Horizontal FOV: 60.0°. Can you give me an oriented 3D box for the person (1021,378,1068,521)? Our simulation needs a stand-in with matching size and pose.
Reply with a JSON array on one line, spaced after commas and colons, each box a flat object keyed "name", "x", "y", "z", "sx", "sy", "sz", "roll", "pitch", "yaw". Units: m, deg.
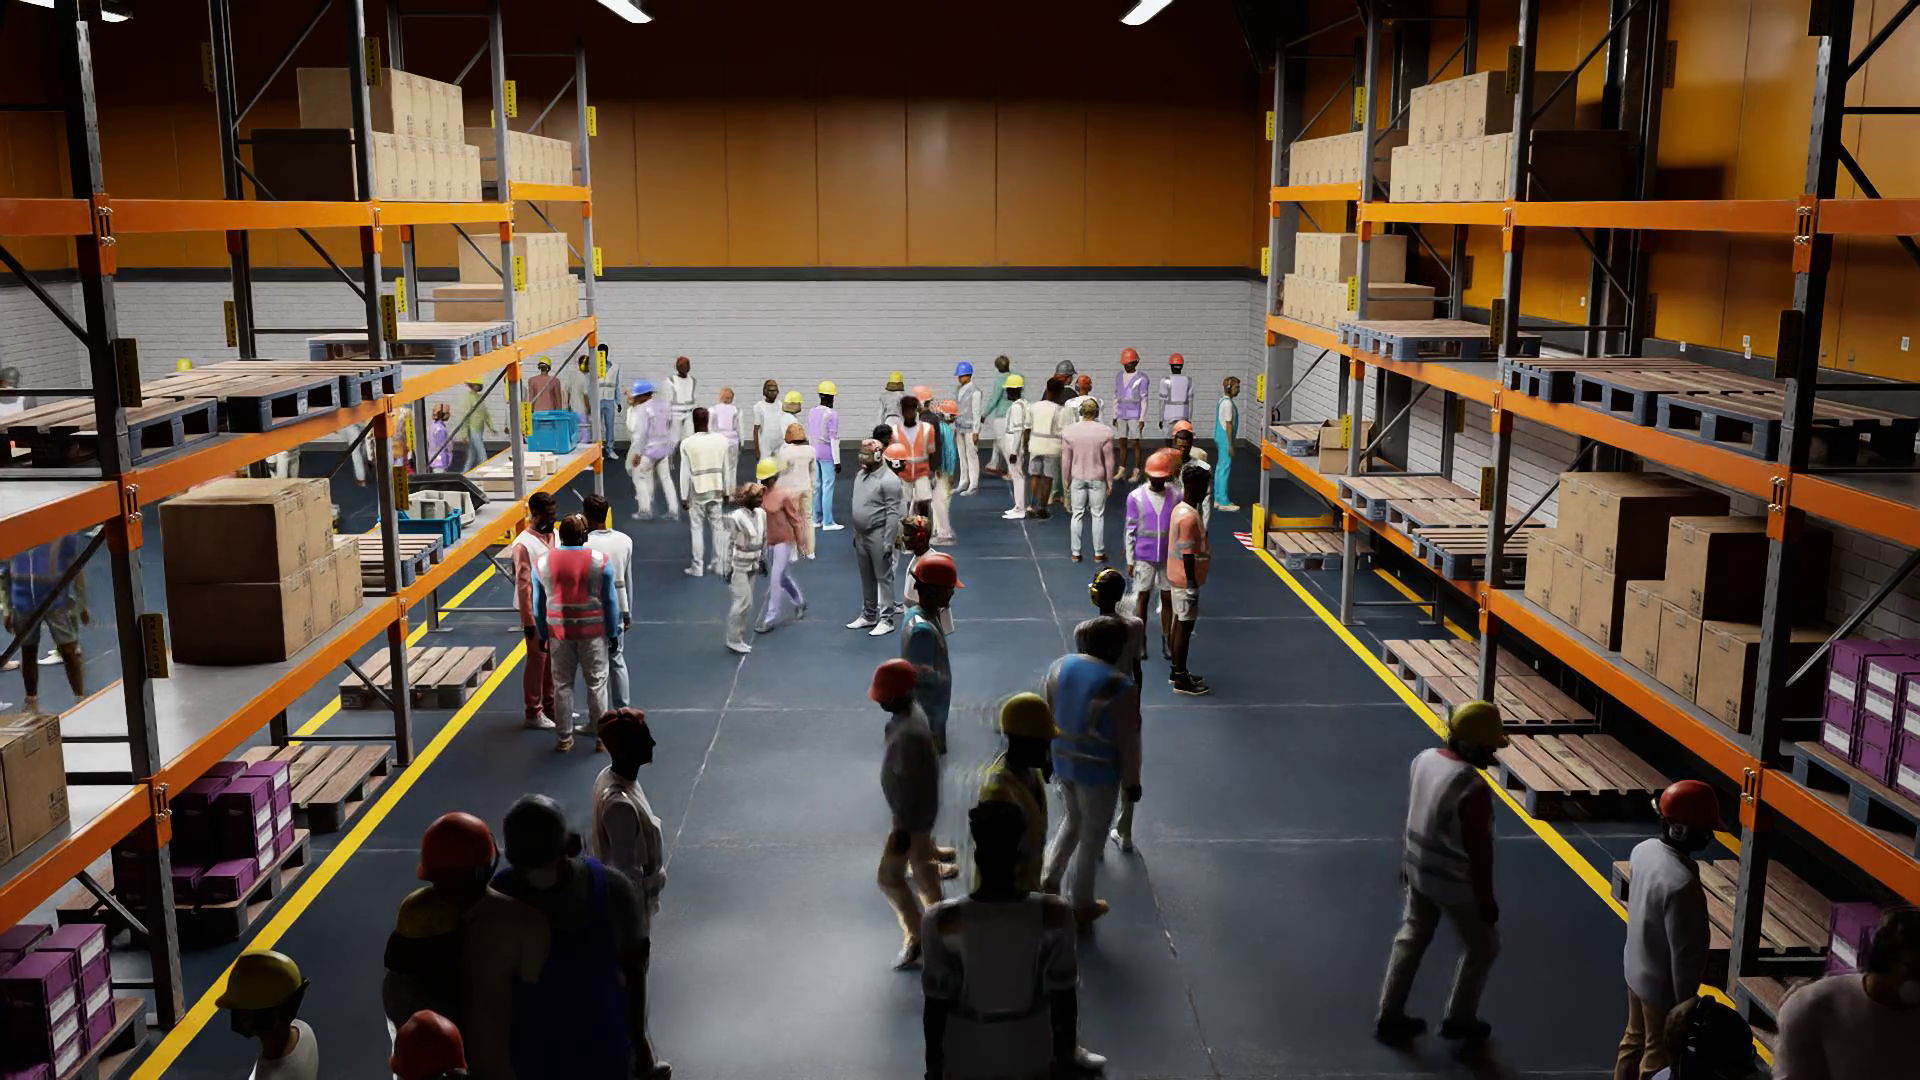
[{"name": "person", "x": 1.116, "y": -1.173, "z": 21.827, "sx": 0.658, "sy": 1.926, "sz": 0.488, "roll": 6, "pitch": 13, "yaw": 26}]

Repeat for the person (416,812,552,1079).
[{"name": "person", "x": -1.763, "y": 1.934, "z": 6.083, "sx": 0.617, "sy": 1.986, "sz": 0.408, "roll": 3, "pitch": 12, "yaw": 14}]

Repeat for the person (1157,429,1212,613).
[{"name": "person", "x": 2.256, "y": -0.186, "z": 16.905, "sx": 0.593, "sy": 1.911, "sz": 0.388, "roll": 4, "pitch": 12, "yaw": 18}]

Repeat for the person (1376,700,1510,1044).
[{"name": "person", "x": 2.390, "y": 1.630, "z": 8.092, "sx": 0.625, "sy": 1.790, "sz": 0.615, "roll": -3, "pitch": 12, "yaw": -14}]

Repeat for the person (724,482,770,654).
[{"name": "person", "x": -2.015, "y": 0.256, "z": 15.429, "sx": 0.484, "sy": 1.613, "sz": 0.528, "roll": 6, "pitch": 13, "yaw": 26}]

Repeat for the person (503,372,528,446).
[{"name": "person", "x": -6.741, "y": -1.768, "z": 25.243, "sx": 0.309, "sy": 1.744, "sz": 0.485, "roll": 6, "pitch": 13, "yaw": 27}]

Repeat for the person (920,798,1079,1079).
[{"name": "person", "x": 0.155, "y": 1.924, "z": 6.256, "sx": 0.608, "sy": 1.936, "sz": 0.890, "roll": -1, "pitch": 11, "yaw": -5}]

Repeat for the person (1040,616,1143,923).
[{"name": "person", "x": 0.751, "y": 1.327, "z": 9.547, "sx": 0.437, "sy": 1.818, "sz": 0.660, "roll": -10, "pitch": 15, "yaw": -40}]

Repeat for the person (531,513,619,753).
[{"name": "person", "x": -2.894, "y": 0.704, "z": 12.605, "sx": 0.634, "sy": 1.841, "sz": 0.429, "roll": 0, "pitch": 11, "yaw": -2}]

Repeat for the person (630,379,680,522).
[{"name": "person", "x": -4.058, "y": -1.161, "z": 21.805, "sx": 0.718, "sy": 1.899, "sz": 0.646, "roll": 3, "pitch": 12, "yaw": 16}]

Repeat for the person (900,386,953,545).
[{"name": "person", "x": -0.526, "y": -0.906, "z": 20.401, "sx": 0.994, "sy": 1.943, "sz": 0.651, "roll": 3, "pitch": 12, "yaw": 15}]

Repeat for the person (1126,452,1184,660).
[{"name": "person", "x": 1.790, "y": 0.149, "z": 15.184, "sx": 0.549, "sy": 1.927, "sz": 0.393, "roll": -1, "pitch": 11, "yaw": -3}]

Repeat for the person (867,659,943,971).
[{"name": "person", "x": -0.280, "y": 1.471, "z": 9.067, "sx": 0.460, "sy": 1.724, "sz": 0.609, "roll": 0, "pitch": 11, "yaw": -2}]

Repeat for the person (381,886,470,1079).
[{"name": "person", "x": -1.882, "y": 2.078, "z": 5.992, "sx": 0.320, "sy": 1.737, "sz": 0.487, "roll": -8, "pitch": 14, "yaw": -36}]

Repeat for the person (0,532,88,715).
[{"name": "person", "x": -7.303, "y": 0.487, "z": 13.211, "sx": 0.618, "sy": 2.041, "sz": 0.409, "roll": -2, "pitch": 12, "yaw": -12}]

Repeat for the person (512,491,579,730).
[{"name": "person", "x": -3.328, "y": 0.552, "z": 13.205, "sx": 0.405, "sy": 1.909, "sz": 0.597, "roll": 3, "pitch": 12, "yaw": 14}]

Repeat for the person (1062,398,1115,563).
[{"name": "person", "x": 1.493, "y": -0.689, "z": 19.344, "sx": 0.631, "sy": 1.940, "sz": 0.372, "roll": 3, "pitch": 12, "yaw": 14}]

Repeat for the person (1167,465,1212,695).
[{"name": "person", "x": 1.950, "y": 0.330, "z": 14.177, "sx": 0.368, "sy": 1.962, "sz": 0.603, "roll": 0, "pitch": 11, "yaw": 1}]

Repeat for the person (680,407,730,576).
[{"name": "person", "x": -2.861, "y": -0.540, "z": 18.694, "sx": 0.601, "sy": 1.910, "sz": 0.419, "roll": -8, "pitch": 14, "yaw": -34}]

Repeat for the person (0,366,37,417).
[{"name": "person", "x": -12.958, "y": -1.401, "z": 22.656, "sx": 0.725, "sy": 2.000, "sz": 0.630, "roll": -5, "pitch": 12, "yaw": -22}]

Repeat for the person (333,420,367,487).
[{"name": "person", "x": -9.056, "y": -1.761, "z": 24.916, "sx": 0.664, "sy": 1.862, "sz": 1.032, "roll": -6, "pitch": 13, "yaw": -27}]

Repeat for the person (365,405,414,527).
[{"name": "person", "x": -7.359, "y": -1.106, "z": 21.470, "sx": 0.594, "sy": 1.922, "sz": 0.386, "roll": -2, "pitch": 11, "yaw": -8}]

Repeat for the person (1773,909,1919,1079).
[{"name": "person", "x": 2.957, "y": 2.103, "z": 5.389, "sx": 0.653, "sy": 1.920, "sz": 0.429, "roll": 3, "pitch": 12, "yaw": 13}]

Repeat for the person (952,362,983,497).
[{"name": "person", "x": 0.090, "y": -1.597, "z": 23.906, "sx": 0.416, "sy": 1.939, "sz": 0.605, "roll": -7, "pitch": 13, "yaw": -31}]

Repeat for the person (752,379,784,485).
[{"name": "person", "x": -2.556, "y": -1.255, "z": 22.455, "sx": 0.501, "sy": 1.838, "sz": 0.347, "roll": -9, "pitch": 14, "yaw": -38}]

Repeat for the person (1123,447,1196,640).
[{"name": "person", "x": 1.925, "y": 0.010, "z": 16.055, "sx": 0.829, "sy": 1.858, "sz": 0.587, "roll": 9, "pitch": 14, "yaw": 38}]

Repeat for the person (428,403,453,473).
[{"name": "person", "x": -6.677, "y": -0.952, "z": 21.443, "sx": 0.319, "sy": 1.631, "sz": 0.524, "roll": -5, "pitch": 12, "yaw": -25}]

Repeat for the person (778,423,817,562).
[{"name": "person", "x": -1.900, "y": -0.560, "z": 19.484, "sx": 0.504, "sy": 1.626, "sz": 0.281, "roll": -8, "pitch": 14, "yaw": -36}]

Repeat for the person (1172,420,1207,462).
[{"name": "person", "x": 2.520, "y": -0.486, "z": 18.821, "sx": 0.567, "sy": 1.743, "sz": 0.356, "roll": -6, "pitch": 13, "yaw": -28}]

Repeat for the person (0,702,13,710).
[{"name": "person", "x": -8.082, "y": 0.662, "z": 13.390, "sx": 0.526, "sy": 1.621, "sz": 0.635, "roll": 4, "pitch": 12, "yaw": 20}]

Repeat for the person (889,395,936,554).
[{"name": "person", "x": -0.574, "y": -0.754, "z": 19.669, "sx": 0.615, "sy": 1.935, "sz": 0.688, "roll": -1, "pitch": 11, "yaw": -7}]

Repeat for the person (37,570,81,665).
[{"name": "person", "x": -8.254, "y": 0.178, "z": 15.051, "sx": 0.392, "sy": 1.918, "sz": 0.589, "roll": -2, "pitch": 11, "yaw": -8}]

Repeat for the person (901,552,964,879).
[{"name": "person", "x": -0.176, "y": 1.075, "z": 10.281, "sx": 0.405, "sy": 2.032, "sz": 0.610, "roll": 0, "pitch": 11, "yaw": -2}]
